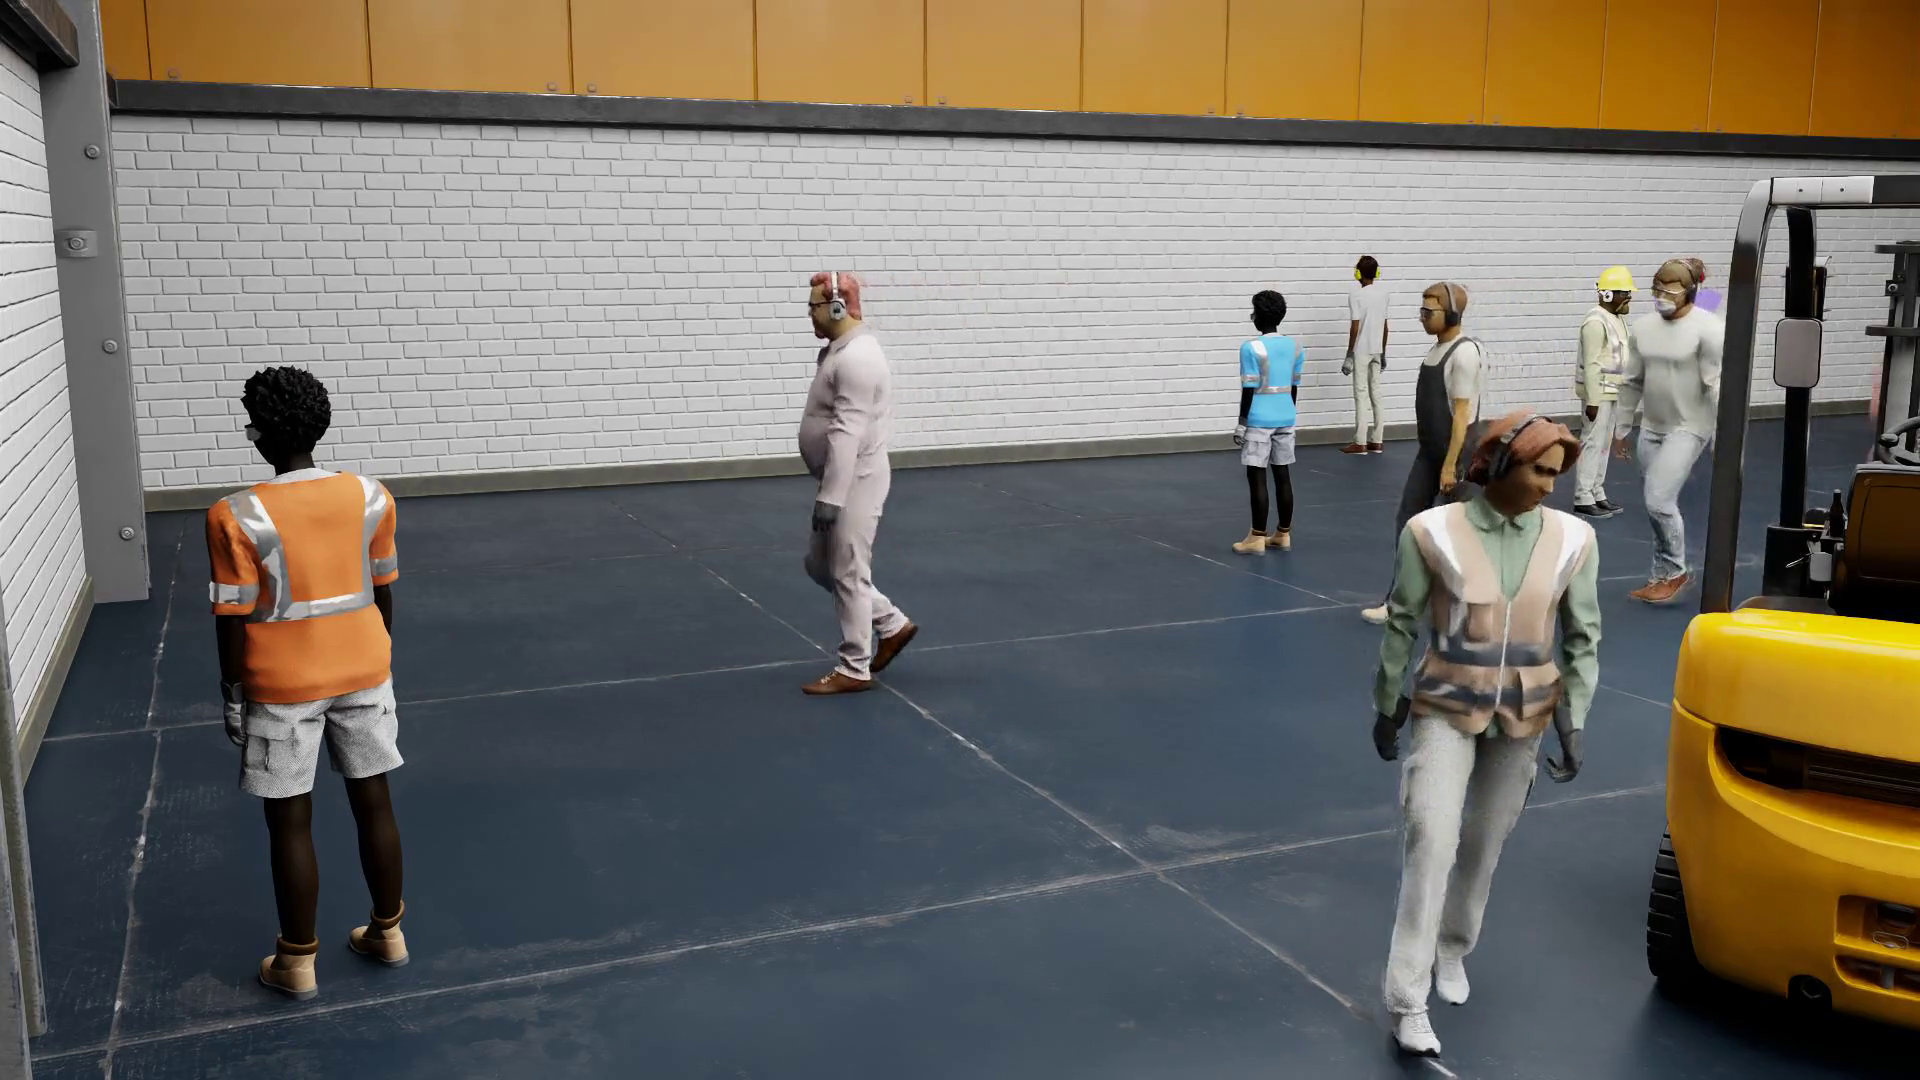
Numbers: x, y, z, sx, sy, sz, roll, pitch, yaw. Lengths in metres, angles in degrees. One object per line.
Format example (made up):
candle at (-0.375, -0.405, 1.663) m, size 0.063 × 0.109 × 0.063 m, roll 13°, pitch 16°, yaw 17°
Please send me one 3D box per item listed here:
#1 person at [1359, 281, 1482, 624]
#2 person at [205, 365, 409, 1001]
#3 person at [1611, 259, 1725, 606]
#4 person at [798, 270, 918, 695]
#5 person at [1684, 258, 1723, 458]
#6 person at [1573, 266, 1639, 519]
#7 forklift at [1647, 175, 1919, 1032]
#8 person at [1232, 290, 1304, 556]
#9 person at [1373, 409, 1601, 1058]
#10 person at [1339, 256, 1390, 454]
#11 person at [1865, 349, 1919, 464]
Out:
person at (2.600, -0.443, 8.693) m, size 0.896 × 1.817 × 0.508 m, roll -2°, pitch 10°, yaw -10°
person at (-1.736, 0.382, 4.467) m, size 0.320 × 1.694 × 0.532 m, roll 9°, pitch 14°, yaw 40°
person at (3.861, -0.558, 9.042) m, size 0.486 × 1.905 × 0.726 m, roll -4°, pitch 11°, yaw -20°
person at (-0.481, -0.238, 7.353) m, size 0.484 × 1.888 × 0.642 m, roll -2°, pitch 10°, yaw -11°
person at (6.685, -1.665, 15.313) m, size 0.565 × 1.846 × 0.390 m, roll 2°, pitch 10°, yaw 11°
person at (4.689, -1.069, 12.101) m, size 0.403 × 1.824 × 0.592 m, roll 7°, pitch 13°, yaw 34°
forklift at (2.810, 0.094, 4.662) m, size 1.214 × 2.155 × 2.313 m, roll 7°, pitch 12°, yaw 34°
person at (1.966, -0.750, 10.681) m, size 0.542 × 1.695 × 0.316 m, roll -8°, pitch 13°, yaw -37°
person at (1.329, 0.483, 4.171) m, size 0.527 × 1.600 × 0.770 m, roll 0°, pitch 10°, yaw 0°
person at (3.807, -1.731, 15.648) m, size 0.512 × 1.859 × 0.330 m, roll -6°, pitch 12°, yaw -31°
person at (5.096, -0.483, 8.770) m, size 0.927 × 1.868 × 0.647 m, roll 0°, pitch 10°, yaw 1°
